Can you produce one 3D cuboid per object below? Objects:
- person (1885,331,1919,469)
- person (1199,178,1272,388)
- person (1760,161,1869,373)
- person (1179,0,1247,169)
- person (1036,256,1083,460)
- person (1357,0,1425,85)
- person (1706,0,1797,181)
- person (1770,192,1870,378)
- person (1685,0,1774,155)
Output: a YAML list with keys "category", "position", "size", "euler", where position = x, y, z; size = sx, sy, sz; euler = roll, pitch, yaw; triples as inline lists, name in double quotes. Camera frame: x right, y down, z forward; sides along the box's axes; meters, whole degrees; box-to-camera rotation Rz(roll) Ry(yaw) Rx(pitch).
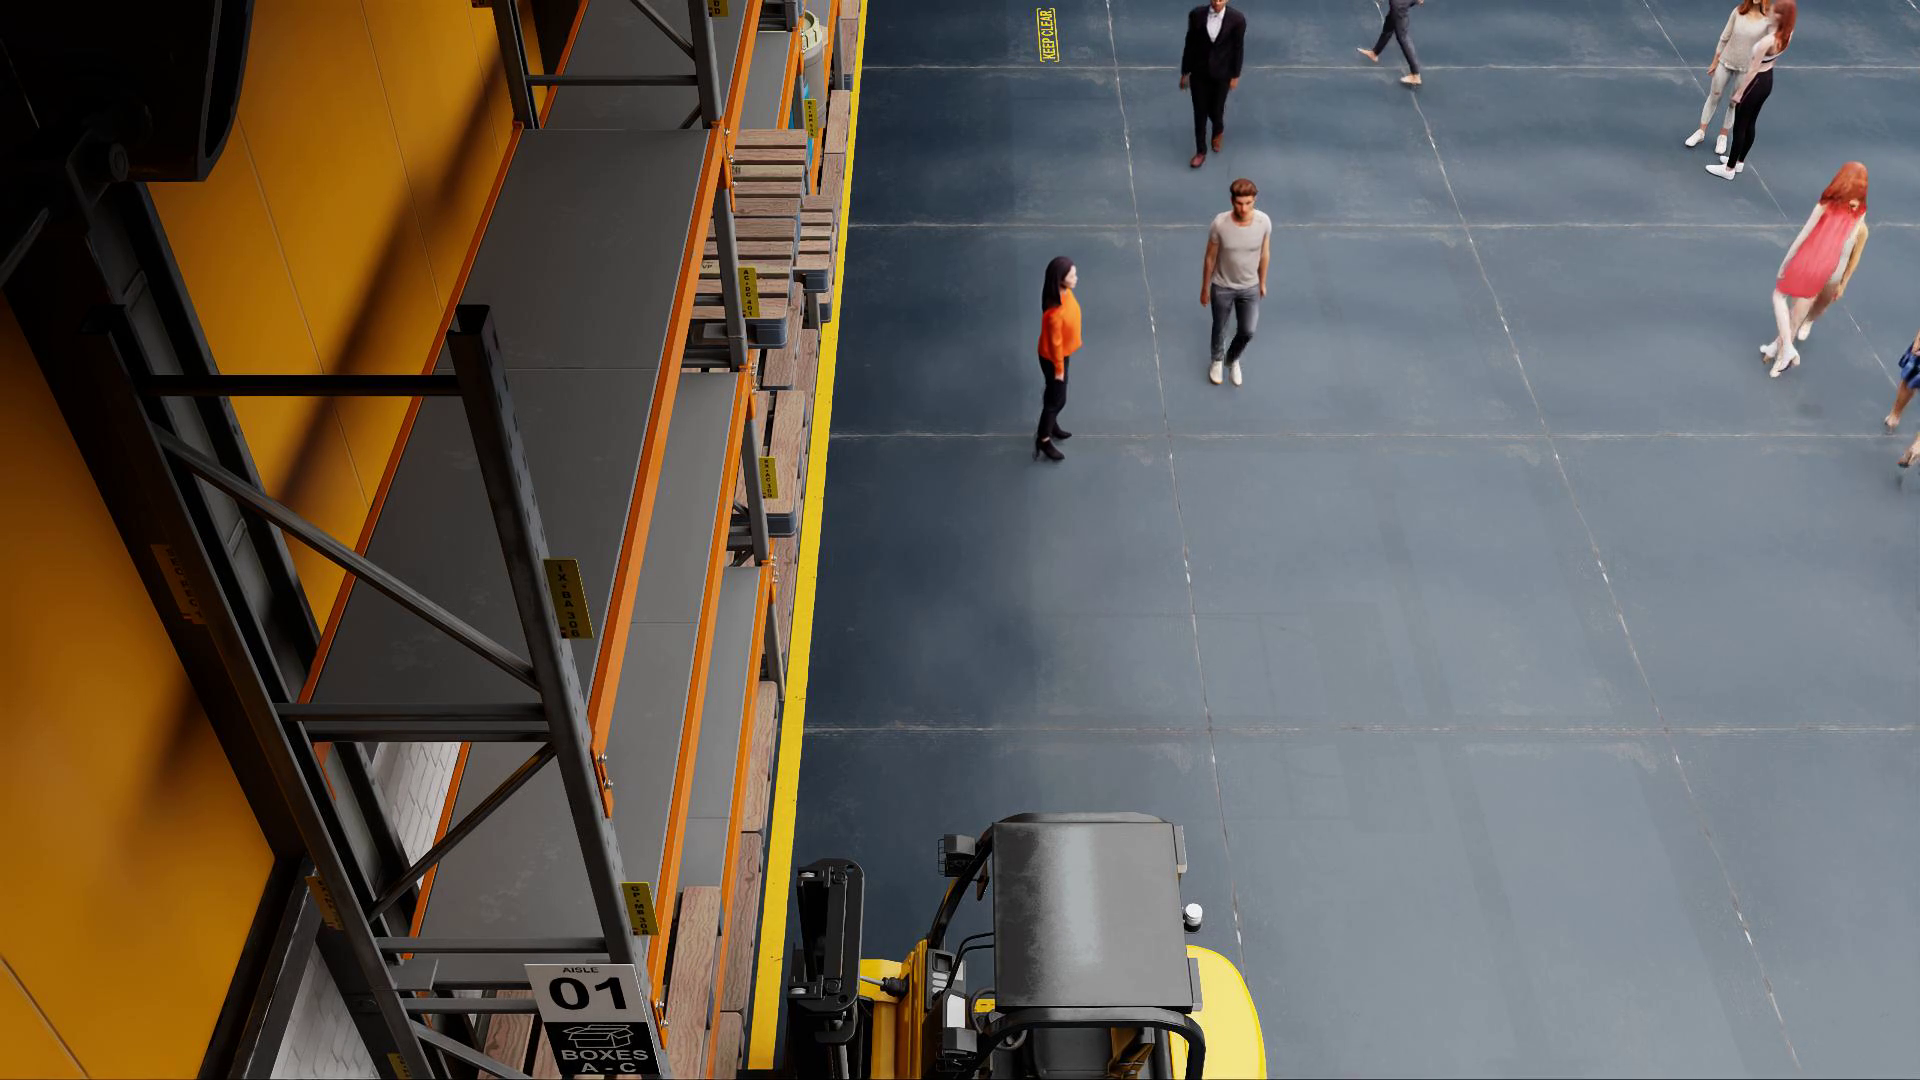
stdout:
- category: "person"
  position: [7.289, -1.311, 12.327]
  size: [0.987, 1.780, 1.184]
  euler: [20, 47, 20]
- category: "person"
  position: [2.145, -2.060, 13.042]
  size: [0.674, 1.880, 0.620]
  euler: [0, 44, 0]
- category: "person"
  position: [6.747, -2.070, 13.110]
  size: [0.643, 1.798, 0.842]
  euler: [-2, 44, -2]
- category: "person"
  position: [2.368, -4.402, 15.510]
  size: [0.857, 1.865, 0.914]
  euler: [16, 46, 16]
- category: "person"
  position: [0.706, -1.379, 12.424]
  size: [0.708, 1.745, 0.534]
  euler: [6, 44, 6]
- category: "person"
  position: [4.531, -5.423, 16.682]
  size: [1.090, 1.727, 1.182]
  euler: [-31, 52, -29]
- category: "person"
  position: [7.352, -4.164, 15.344]
  size: [0.672, 1.749, 0.712]
  euler: [-29, 51, -27]
- category: "person"
  position: [6.942, -2.140, 13.325]
  size: [0.884, 1.603, 1.142]
  euler: [21, 47, 20]
- category: "person"
  position: [7.349, -4.496, 15.720]
  size: [0.695, 1.711, 0.712]
  euler: [24, 48, 23]
